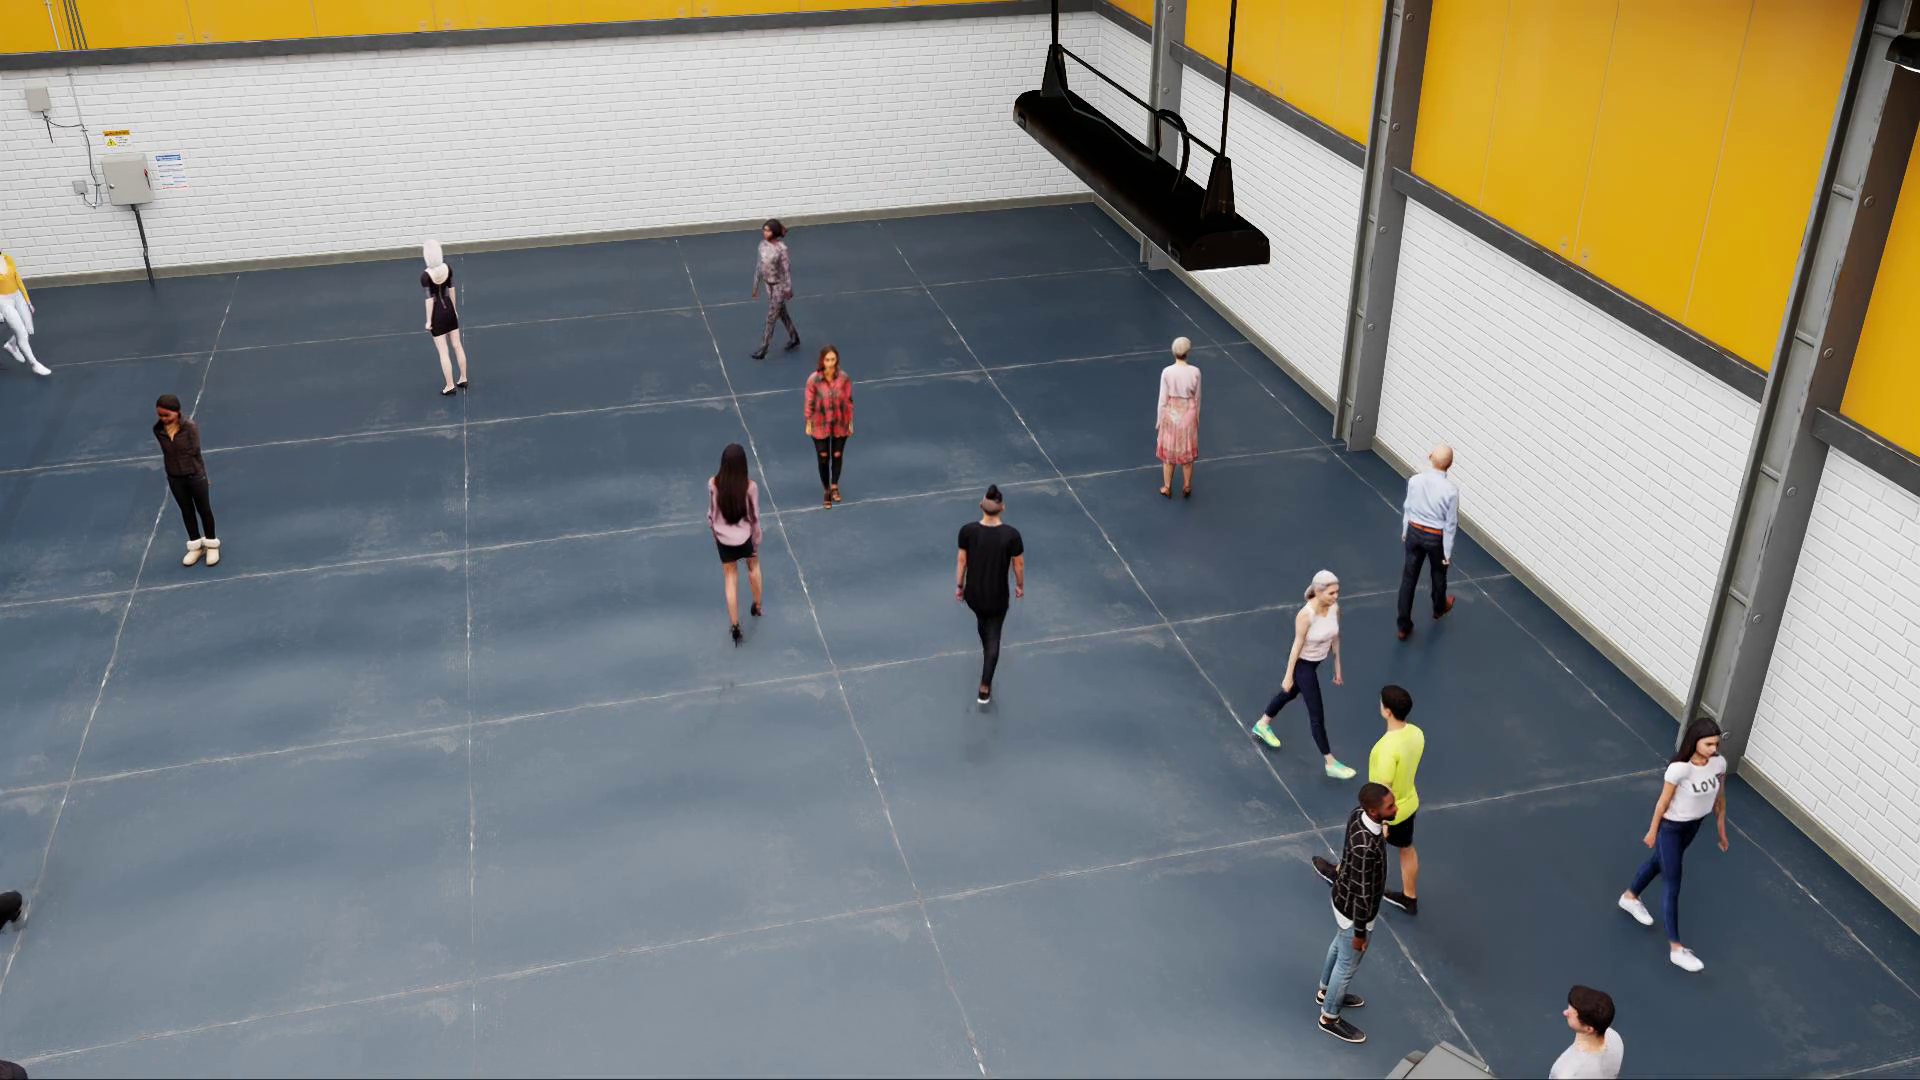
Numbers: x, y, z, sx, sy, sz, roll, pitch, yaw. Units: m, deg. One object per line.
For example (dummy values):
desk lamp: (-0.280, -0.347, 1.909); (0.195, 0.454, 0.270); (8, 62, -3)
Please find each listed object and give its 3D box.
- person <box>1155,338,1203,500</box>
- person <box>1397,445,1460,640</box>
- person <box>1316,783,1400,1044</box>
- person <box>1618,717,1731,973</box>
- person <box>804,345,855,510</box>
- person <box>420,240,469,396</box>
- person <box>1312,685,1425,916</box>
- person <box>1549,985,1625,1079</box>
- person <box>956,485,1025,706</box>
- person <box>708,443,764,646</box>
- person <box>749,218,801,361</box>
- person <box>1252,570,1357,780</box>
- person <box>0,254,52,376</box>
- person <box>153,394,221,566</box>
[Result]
person: (2.183, -1.203, 16.541); (0.658, 1.693, 0.656); (0, 29, 1)
person: (3.944, 0.052, 14.163); (1.057, 1.767, 1.082); (19, 34, 30)
person: (2.405, 2.218, 10.138); (0.802, 1.819, 0.657); (6, 29, 10)
person: (4.624, 1.853, 10.886); (0.749, 1.742, 1.091); (-14, 31, -23)
person: (-1.298, -1.160, 16.468); (0.621, 1.687, 0.613); (-8, 30, -14)
person: (-5.851, -2.523, 18.818); (0.694, 1.829, 0.649); (18, 33, 30)
person: (2.955, 1.788, 11.078); (0.957, 1.673, 1.113); (-25, 38, -38)
person: (3.218, 3.090, 8.497); (0.952, 1.858, 1.120); (-21, 35, -34)
person: (0.231, 0.450, 13.384); (1.045, 1.814, 1.295); (5, 29, 9)
person: (-1.919, 0.075, 14.098); (0.792, 1.788, 0.910); (1, 29, 2)
person: (-2.142, -3.011, 19.887); (1.120, 1.663, 1.087); (20, 35, 33)
person: (2.565, 0.945, 12.648); (1.015, 1.649, 1.278); (-24, 37, -37)
person: (-11.070, -2.729, 19.290); (0.986, 1.739, 0.947); (12, 31, 22)
person: (-7.192, -0.601, 15.470); (0.674, 1.662, 0.608); (-7, 29, -13)
